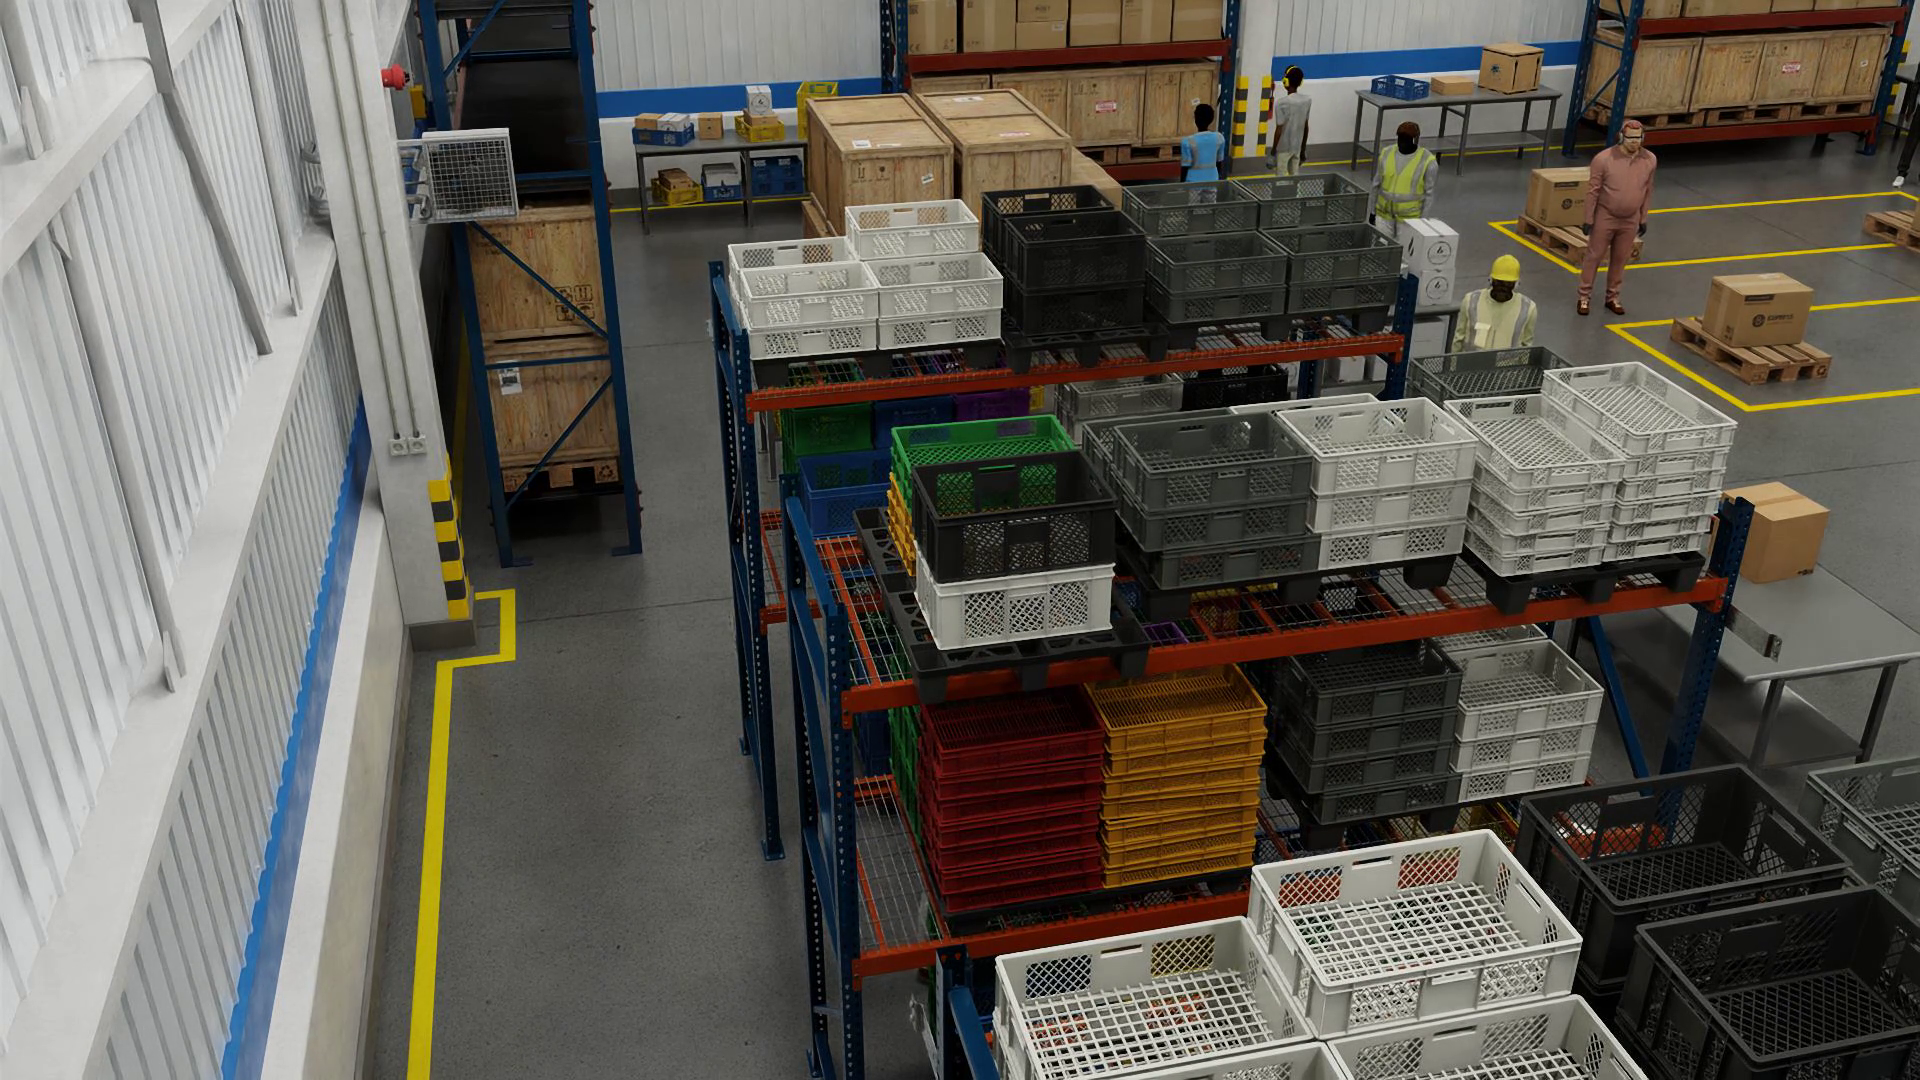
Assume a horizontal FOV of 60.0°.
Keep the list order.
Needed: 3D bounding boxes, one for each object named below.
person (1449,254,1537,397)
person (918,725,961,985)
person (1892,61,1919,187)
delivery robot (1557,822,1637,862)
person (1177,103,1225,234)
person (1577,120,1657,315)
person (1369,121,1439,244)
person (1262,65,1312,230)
[{"bbox_3d":[4.078,-1.315,12.845,0.589,1.837,0.404,9,29,16],"label":"person"},{"bbox_3d":[0.007,1.278,7.839,0.399,1.925,0.631,6,28,12],"label":"person"},{"bbox_3d":[11.830,-5.239,20.206,0.592,1.916,0.392,11,30,21],"label":"person"},{"bbox_3d":[3.324,1.704,8.385,0.707,0.478,0.477,25,37,38],"label":"delivery robot"},{"bbox_3d":[2.543,-3.774,17.658,0.533,1.697,0.318,-13,30,-22],"label":"person"},{"bbox_3d":[6.404,-3.135,16.223,0.651,1.907,0.409,-1,28,-2],"label":"person"},{"bbox_3d":[4.336,-3.218,16.449,0.634,1.842,0.429,19,33,32],"label":"person"},{"bbox_3d":[3.646,-4.329,18.529,0.535,1.868,0.309,-15,31,-27],"label":"person"}]
